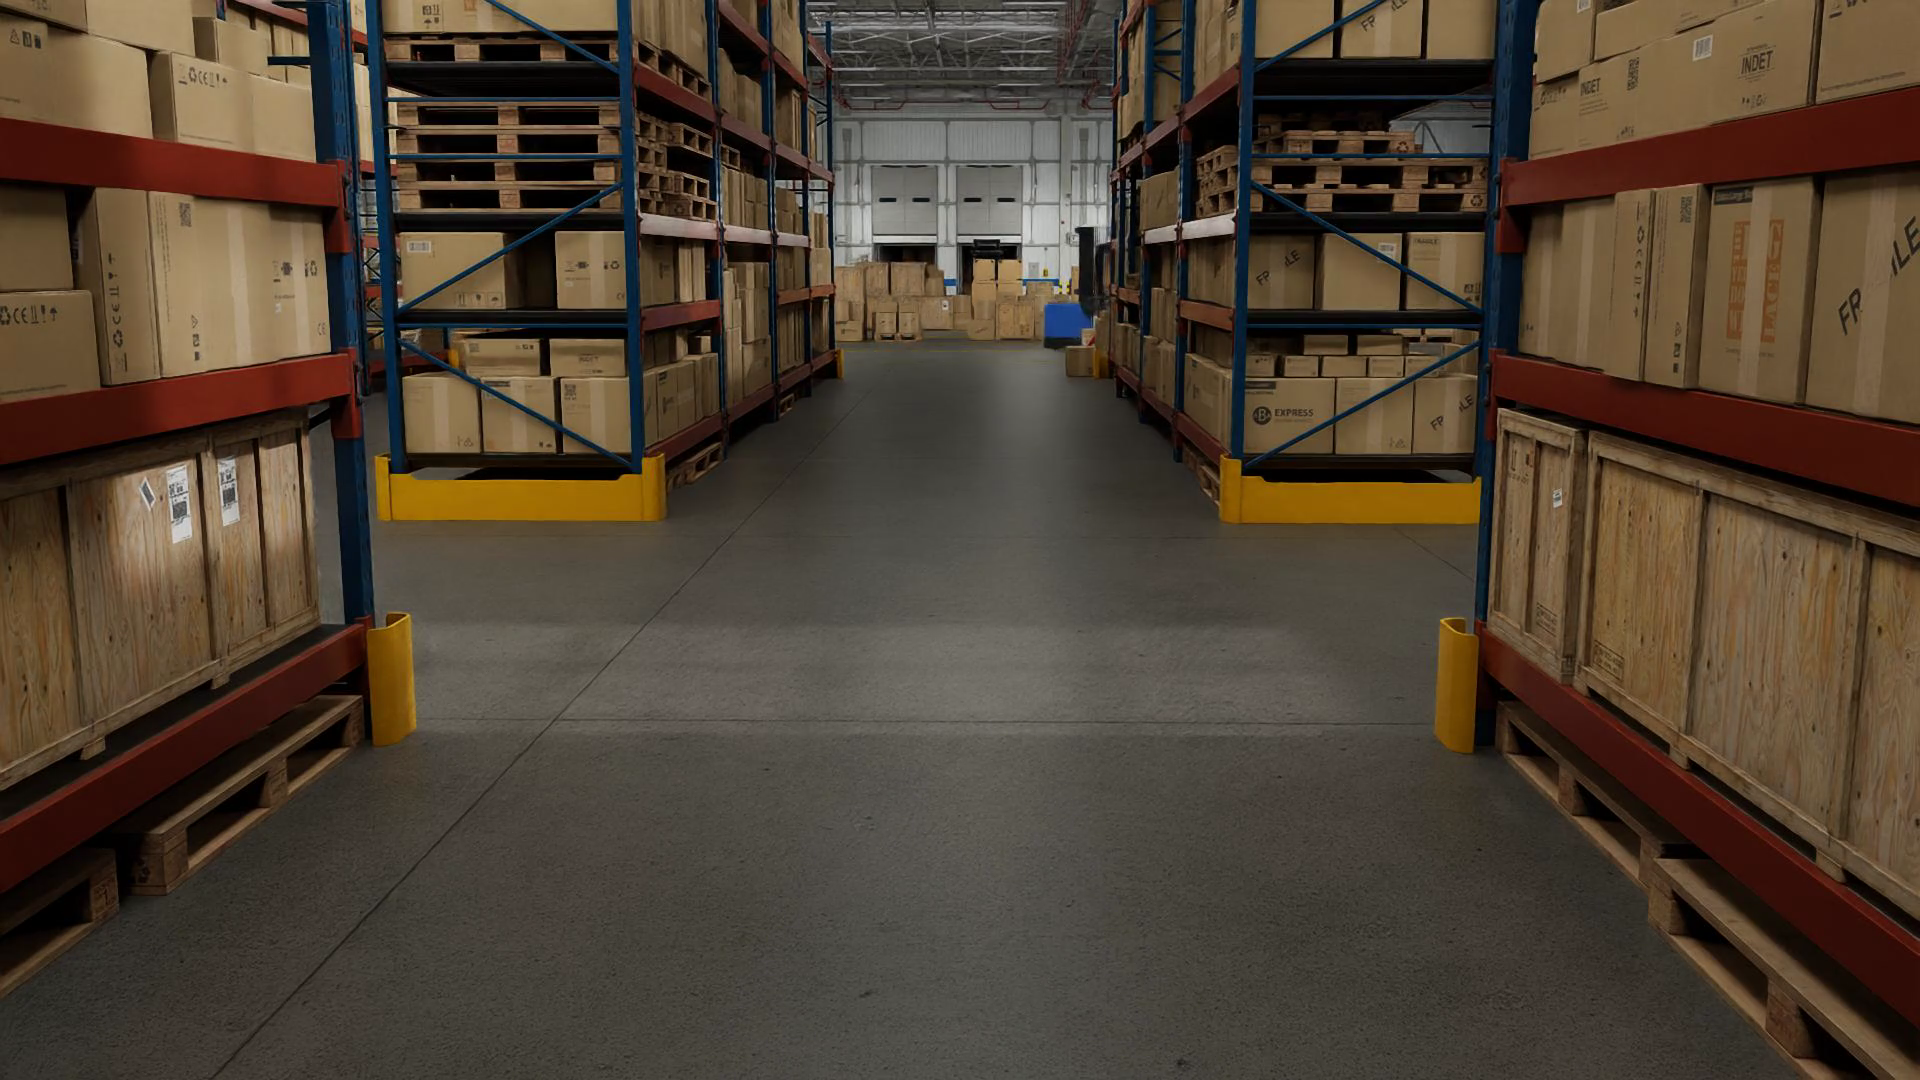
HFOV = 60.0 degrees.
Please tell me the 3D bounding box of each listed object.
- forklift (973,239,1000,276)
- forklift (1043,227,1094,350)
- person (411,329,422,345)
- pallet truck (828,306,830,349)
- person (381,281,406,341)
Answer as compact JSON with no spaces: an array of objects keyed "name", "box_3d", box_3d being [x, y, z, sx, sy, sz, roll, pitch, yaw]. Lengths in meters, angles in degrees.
[{"name":"forklift","box_3d":[0.932,-9.093,58.027,1.129,2.768,1.873,0,9,1]},{"name":"forklift","box_3d":[2.871,-5.787,38.227,1.873,2.768,1.129,0,9,1]},{"name":"person","box_3d":[-13.434,-5.632,41.167,0.537,1.592,0.888,2,10,13]},{"name":"pallet truck","box_3d":[-3.100,-3.940,29.800,1.885,1.965,0.823,3,10,19]},{"name":"person","box_3d":[-14.208,-5.838,41.666,0.581,1.826,1.029,2,10,13]}]
